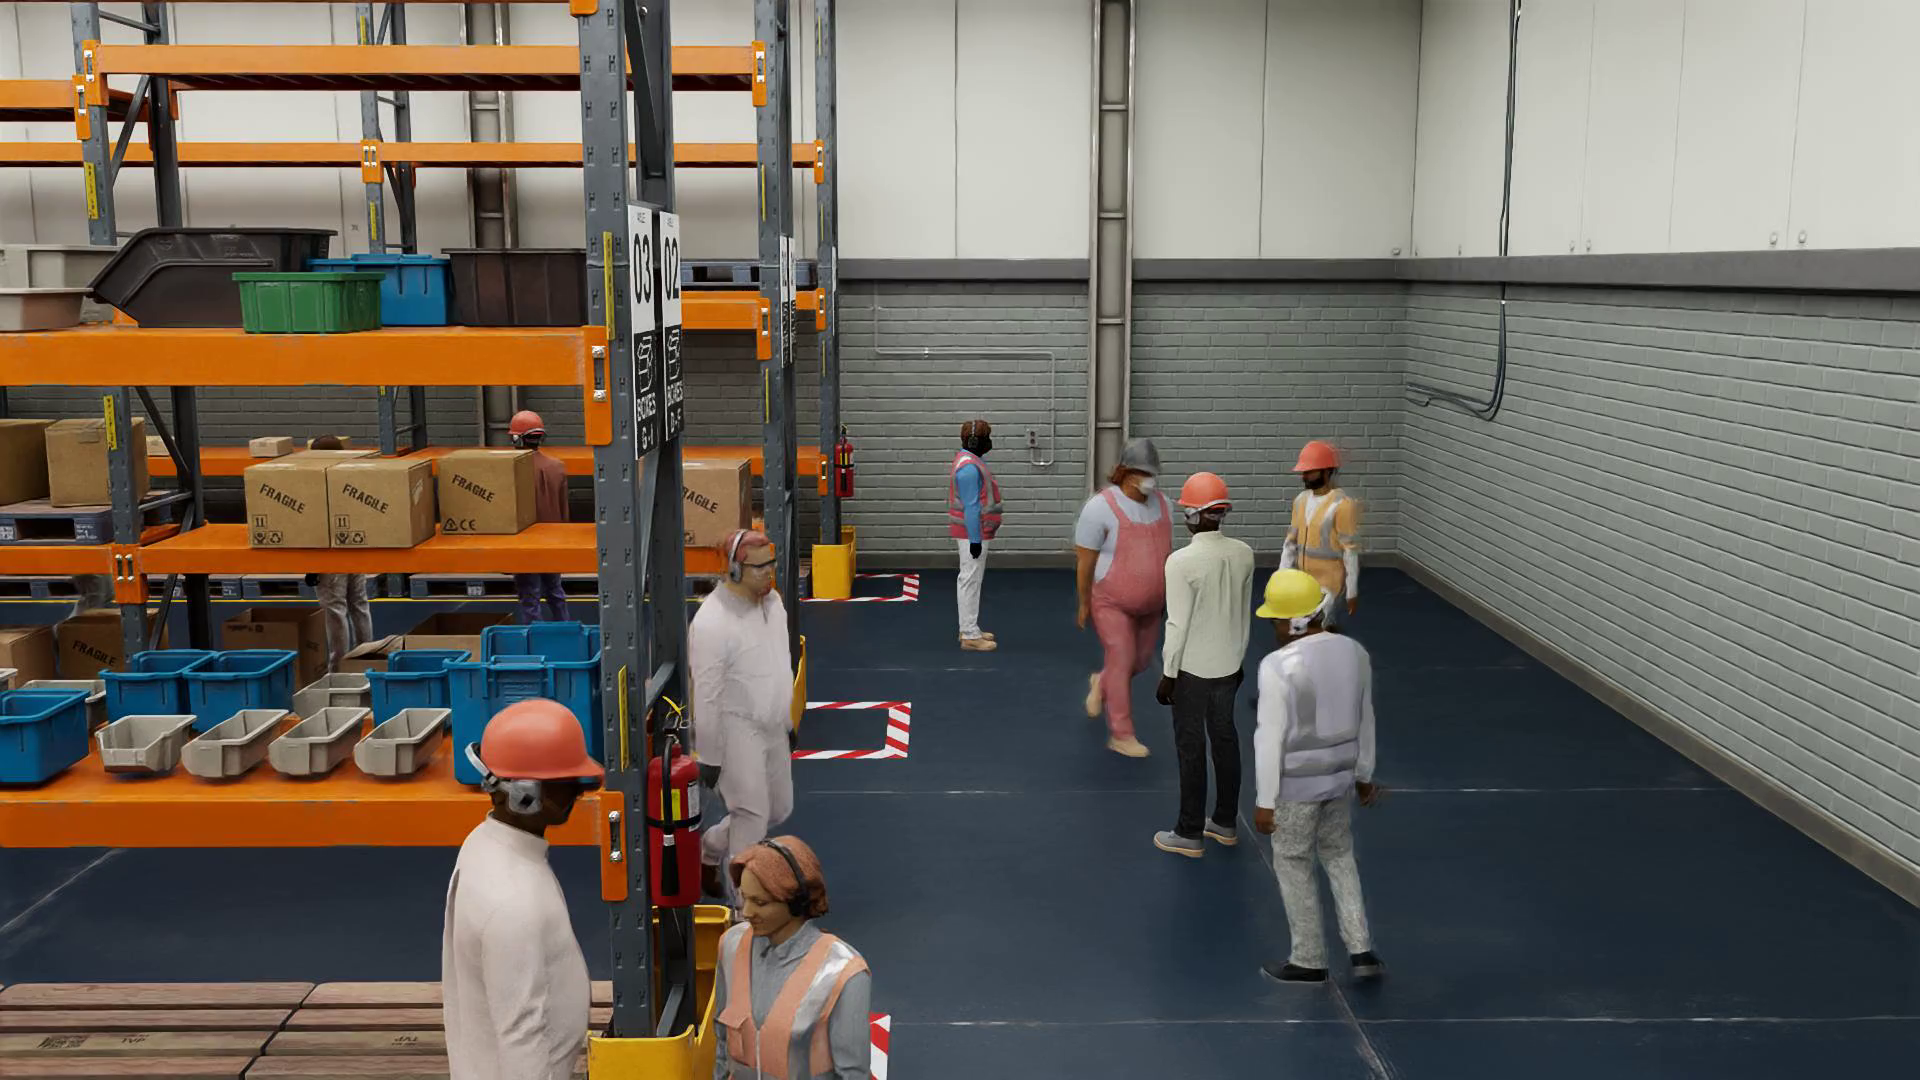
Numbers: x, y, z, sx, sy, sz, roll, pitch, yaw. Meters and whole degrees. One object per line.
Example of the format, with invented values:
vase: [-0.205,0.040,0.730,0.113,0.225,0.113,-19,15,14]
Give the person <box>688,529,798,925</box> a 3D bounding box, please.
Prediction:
person: [-1.027,0.869,7.566,0.599,1.888,0.656,4,10,22]

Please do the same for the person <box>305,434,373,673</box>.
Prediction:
person: [-4.553,0.148,12.136,0.429,1.840,0.629,3,10,20]

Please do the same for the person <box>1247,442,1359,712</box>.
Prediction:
person: [2.357,0.278,11.196,1.006,1.877,0.573,-4,10,-24]

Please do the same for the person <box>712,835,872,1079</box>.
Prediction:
person: [-0.425,1.538,4.250,0.524,1.631,0.316,7,12,36]

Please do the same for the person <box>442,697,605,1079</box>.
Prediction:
person: [-1.085,1.368,4.219,0.413,1.984,0.624,-3,10,-18]

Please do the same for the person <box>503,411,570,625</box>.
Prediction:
person: [-3.162,0.039,12.324,0.395,1.993,0.614,7,11,35]

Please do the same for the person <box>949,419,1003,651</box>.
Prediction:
person: [0.125,-0.045,13.313,0.429,1.843,0.632,0,9,-1]

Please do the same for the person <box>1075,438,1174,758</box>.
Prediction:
person: [1.009,0.302,10.572,0.698,2.000,0.824,-6,11,-31]

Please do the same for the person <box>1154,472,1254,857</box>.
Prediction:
person: [1.259,0.640,8.635,0.622,1.993,0.384,-8,12,-39]

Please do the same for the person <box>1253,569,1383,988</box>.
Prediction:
person: [1.494,1.011,6.978,0.650,1.802,0.488,-6,11,-34]

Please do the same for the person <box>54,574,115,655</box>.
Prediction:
person: [-6.567,0.075,12.386,0.541,1.901,0.673,-4,10,-22]
